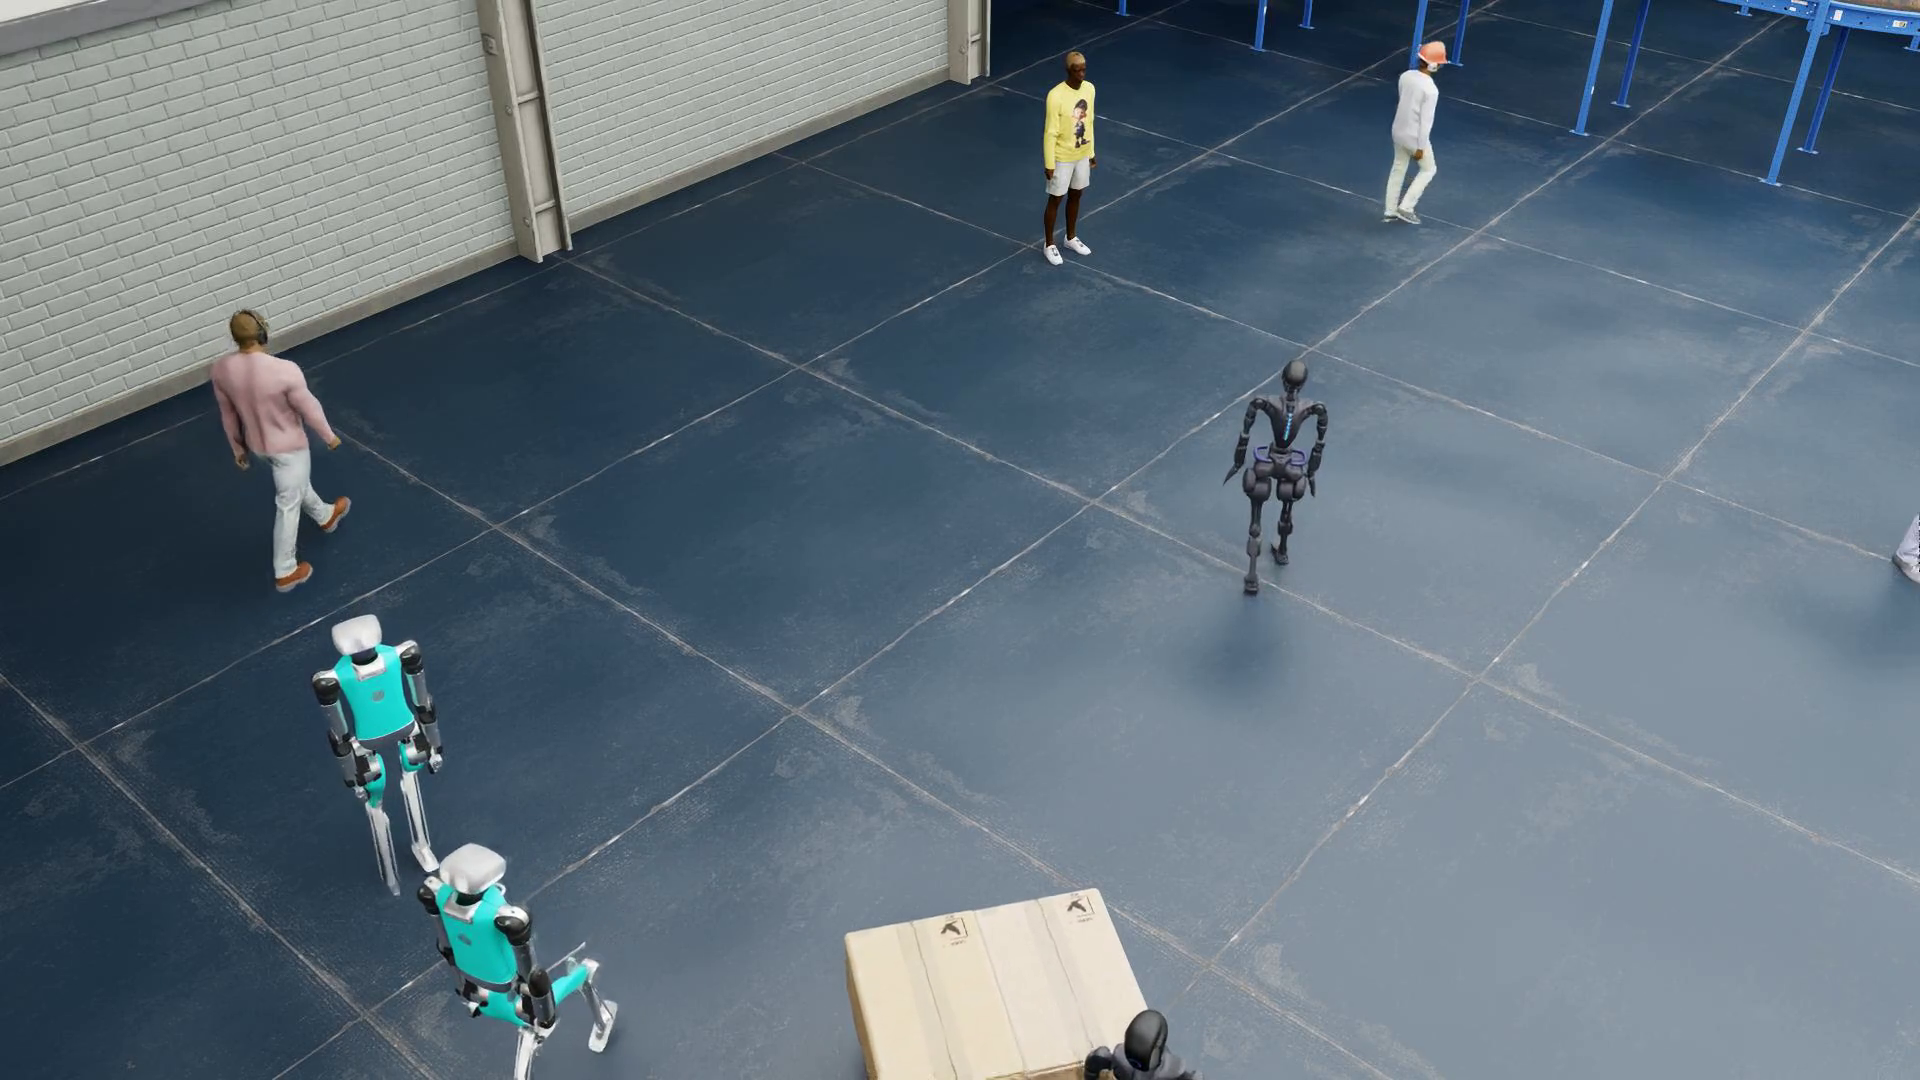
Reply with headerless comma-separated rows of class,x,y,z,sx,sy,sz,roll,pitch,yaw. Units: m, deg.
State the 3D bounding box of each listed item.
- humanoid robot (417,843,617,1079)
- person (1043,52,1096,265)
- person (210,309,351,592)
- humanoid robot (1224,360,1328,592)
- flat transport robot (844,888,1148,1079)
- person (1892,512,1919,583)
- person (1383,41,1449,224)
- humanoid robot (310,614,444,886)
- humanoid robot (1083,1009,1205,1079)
humanoid robot,-1.893,1.876,7.522,0.530,1.781,1.003,14,38,19
person,0.968,-3.402,14.759,0.555,1.897,0.357,-23,42,-29
person,-4.451,-0.651,10.916,0.638,1.891,1.005,12,37,16
humanoid robot,2.043,-0.459,10.844,0.603,1.648,0.612,4,36,5
flat transport robot,0.179,2.567,7.784,0.659,0.231,1.431,-8,36,-11
person,6.592,-0.563,10.839,0.577,1.850,0.390,-19,40,-25
person,4.218,-3.759,15.402,0.424,1.729,0.558,-14,38,-19
humanoid robot,-3.001,1.075,8.659,0.539,1.859,0.660,-20,40,-26
humanoid robot,0.797,2.413,6.799,0.610,1.631,0.474,11,37,15
